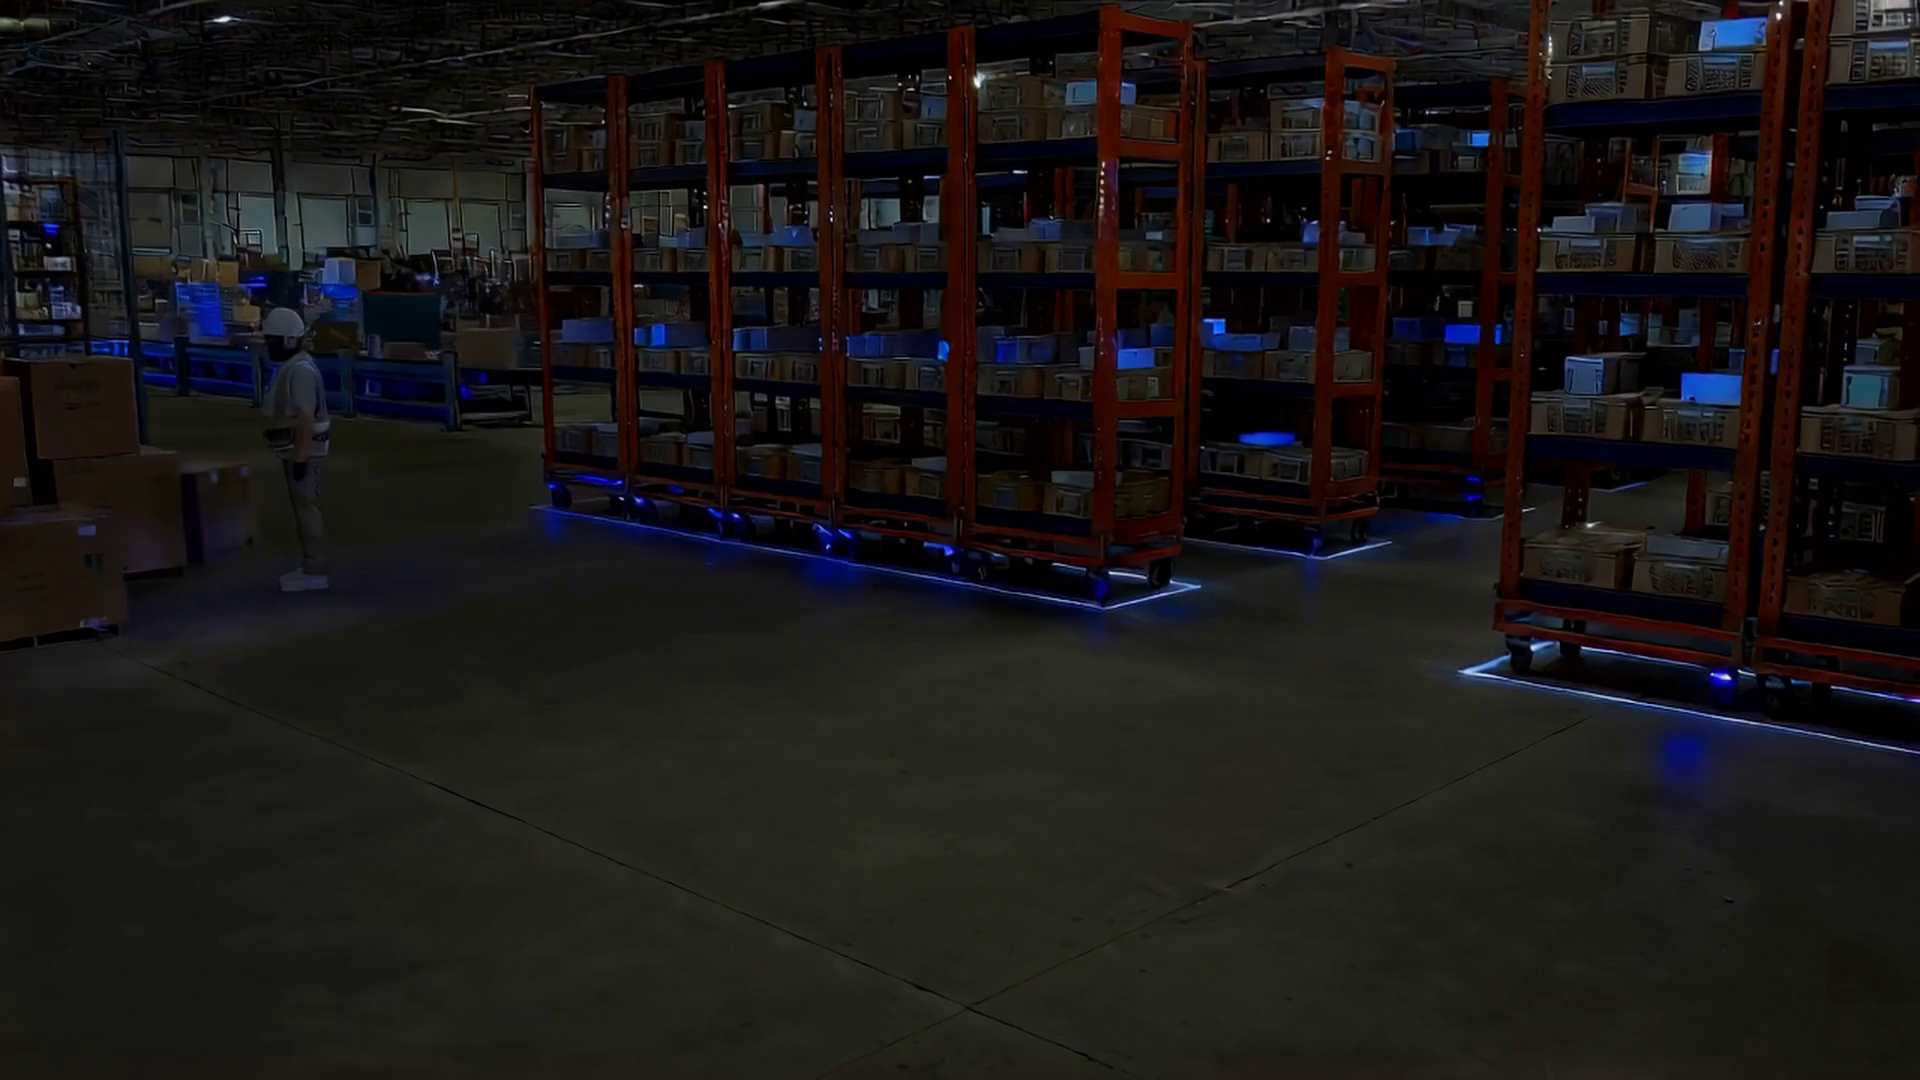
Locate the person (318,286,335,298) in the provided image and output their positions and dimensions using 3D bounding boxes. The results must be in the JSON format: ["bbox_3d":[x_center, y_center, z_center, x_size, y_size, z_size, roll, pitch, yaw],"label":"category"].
[{"bbox_3d":[-24.011,-9.233,63.100,0.611,2.048,0.364,-2,10,-14],"label":"person"}]

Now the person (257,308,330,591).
[{"bbox_3d":[-4.297,-0.582,10.767,0.404,1.824,0.586,-5,11,-29],"label":"person"}]

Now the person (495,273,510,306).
[{"bbox_3d":[-15.396,-8.036,56.100,0.544,1.938,0.355,4,10,23],"label":"person"}]

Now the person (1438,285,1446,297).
[{"bbox_3d":[13.414,-6.319,46.554,0.505,1.617,0.564,-6,11,-34],"label":"person"}]

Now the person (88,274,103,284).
[{"bbox_3d":[-36.051,-10.173,69.393,0.603,1.886,0.892,-2,10,-13],"label":"person"}]

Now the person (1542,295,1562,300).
[{"bbox_3d":[10.499,-3.689,29.645,0.809,1.877,0.656,-3,10,-16],"label":"person"}]

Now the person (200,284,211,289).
[{"bbox_3d":[-21.269,-6.448,47.007,0.917,1.712,0.537,-2,9,-10],"label":"person"}]

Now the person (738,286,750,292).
[{"bbox_3d":[-8.982,-10.162,69.042,0.608,1.966,0.371,6,11,33],"label":"person"}]

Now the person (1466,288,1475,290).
[{"bbox_3d":[21.433,-10.276,69.541,0.618,2.030,0.623,7,12,36],"label":"person"}]

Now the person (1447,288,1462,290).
[{"bbox_3d":[17.776,-8.616,59.755,0.401,1.904,0.649,-9,13,-42],"label":"person"}]

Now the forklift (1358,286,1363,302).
[{"bbox_3d":[11.100,-7.017,46.970,1.873,2.768,1.129,9,13,43],"label":"forklift"}]

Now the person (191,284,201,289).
[{"bbox_3d":[-31.169,-9.874,67.778,0.656,1.798,0.949,5,10,28],"label":"person"}]

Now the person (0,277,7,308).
[{"bbox_3d":[-36.649,-9.195,63.603,0.619,1.815,0.883,-1,9,-4],"label":"person"}]

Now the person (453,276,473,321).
[{"bbox_3d":[-13.444,-6.190,44.990,0.538,1.869,0.313,-4,10,-21],"label":"person"}]

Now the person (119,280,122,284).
[{"bbox_3d":[-34.082,-9.980,68.067,0.646,1.920,0.483,2,9,11],"label":"person"}]

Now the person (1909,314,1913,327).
[{"bbox_3d":[11.241,-2.022,19.493,0.387,1.849,0.566,2,10,13],"label":"person"}]
